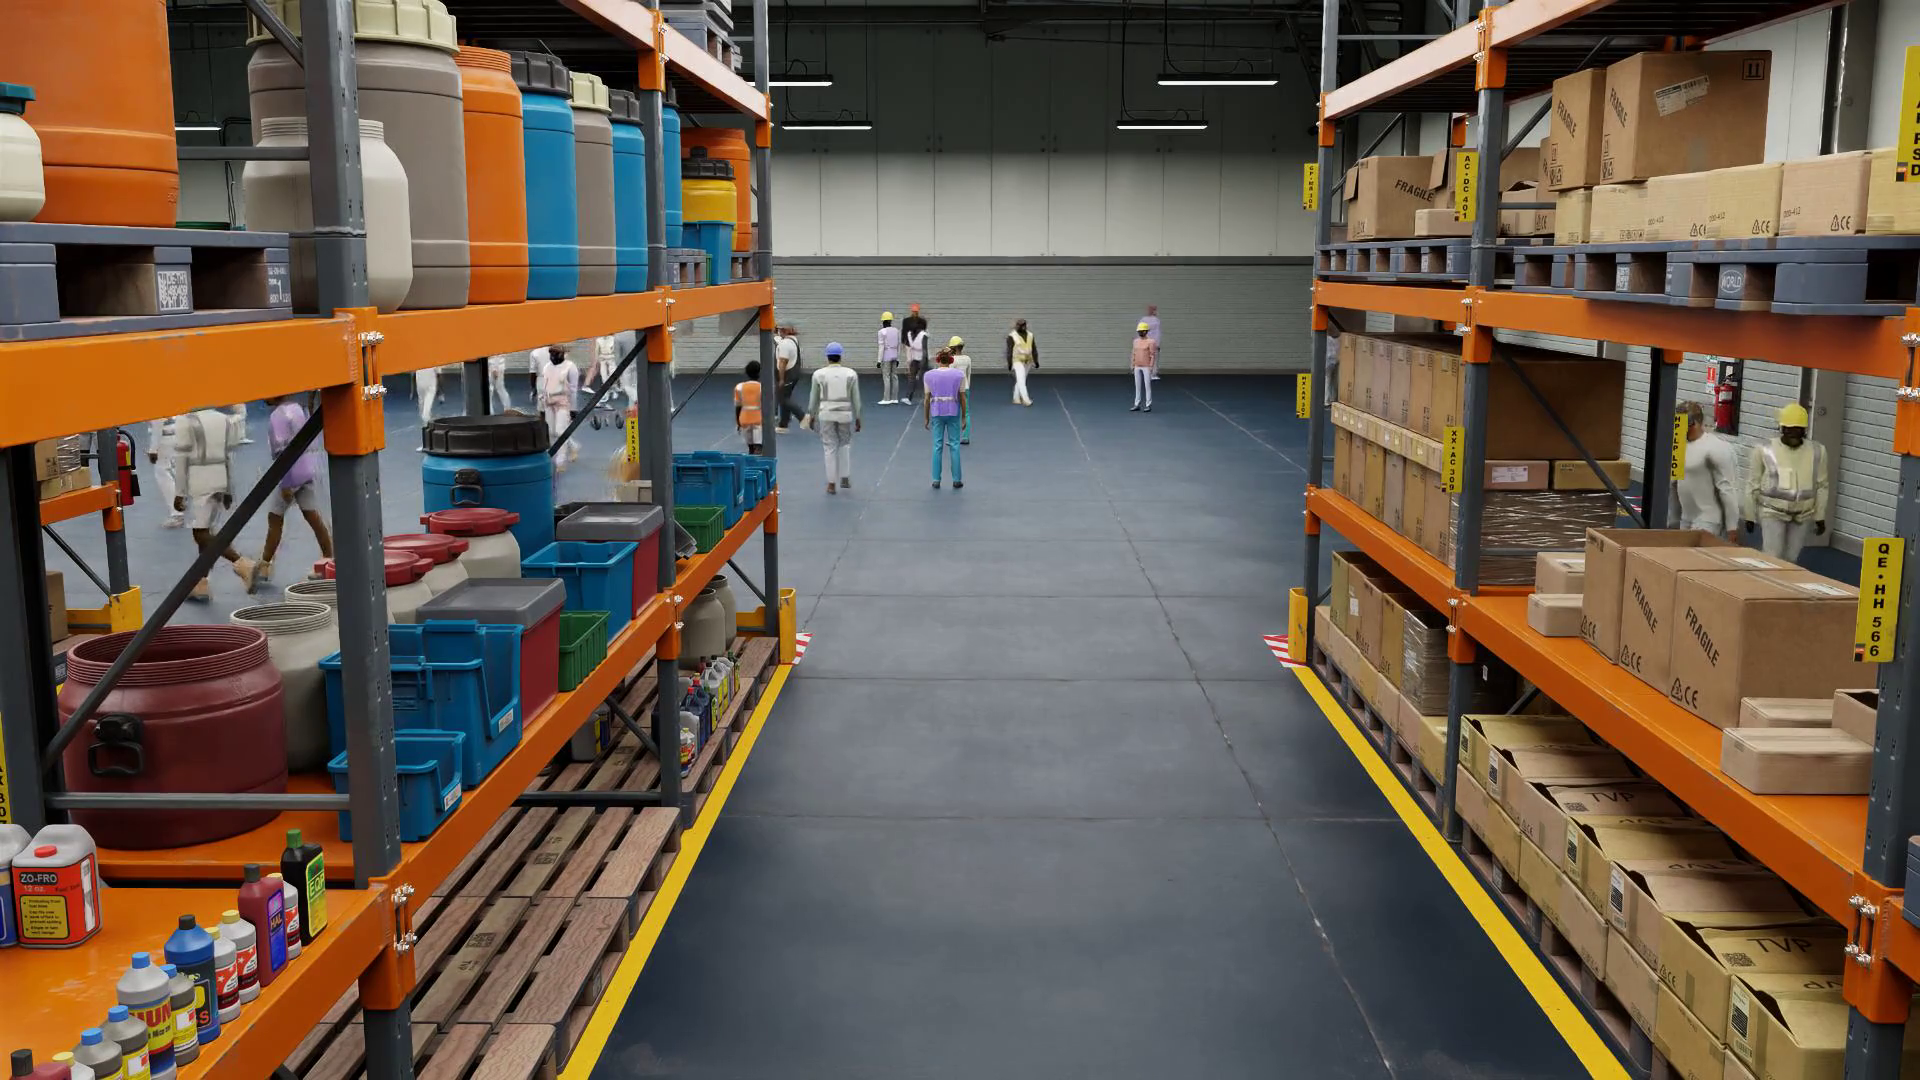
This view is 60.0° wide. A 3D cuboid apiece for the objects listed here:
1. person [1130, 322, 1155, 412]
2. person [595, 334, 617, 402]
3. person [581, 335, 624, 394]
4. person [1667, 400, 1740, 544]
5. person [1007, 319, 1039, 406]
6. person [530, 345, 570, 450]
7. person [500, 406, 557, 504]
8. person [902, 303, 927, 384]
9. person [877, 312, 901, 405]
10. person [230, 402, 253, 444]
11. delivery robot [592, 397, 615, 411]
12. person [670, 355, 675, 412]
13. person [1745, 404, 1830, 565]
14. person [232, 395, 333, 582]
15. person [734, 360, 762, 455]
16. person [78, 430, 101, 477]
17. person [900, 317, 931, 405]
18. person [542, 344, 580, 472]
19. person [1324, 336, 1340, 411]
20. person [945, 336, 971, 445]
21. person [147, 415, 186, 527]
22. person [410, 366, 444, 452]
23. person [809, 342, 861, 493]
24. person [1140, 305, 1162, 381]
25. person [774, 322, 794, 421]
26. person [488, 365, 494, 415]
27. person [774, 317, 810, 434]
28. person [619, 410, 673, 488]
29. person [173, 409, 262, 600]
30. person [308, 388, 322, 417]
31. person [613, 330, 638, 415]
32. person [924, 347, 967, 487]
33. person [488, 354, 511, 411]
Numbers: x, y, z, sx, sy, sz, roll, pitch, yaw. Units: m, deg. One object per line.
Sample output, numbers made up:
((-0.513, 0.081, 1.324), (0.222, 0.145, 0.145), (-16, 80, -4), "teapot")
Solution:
((3.630, -3.444, 33.098), (0.530, 1.768, 0.312), (8, 12, 39), "person")
((-7.514, -3.765, 35.439), (0.541, 1.626, 0.376), (1, 10, 7), "person")
((-8.120, -4.237, 37.594), (0.993, 1.862, 0.661), (-2, 10, -13), "person")
((5.730, -0.130, 12.865), (0.554, 1.893, 0.639), (-1, 9, -4), "person")
((1.289, -3.698, 34.534), (0.619, 1.800, 0.959), (-6, 11, -33), "person")
((-6.381, -2.327, 25.965), (0.634, 1.953, 0.412), (-1, 10, -5), "person")
((-3.269, -0.074, 12.520), (0.645, 1.909, 0.796), (3, 10, 15), "person")
((-1.113, -4.832, 40.813), (0.615, 1.966, 0.844), (1, 9, 3), "person")
((-1.492, -3.788, 34.668), (0.360, 1.930, 0.584), (9, 13, 44), "person")
((-11.781, -2.343, 26.926), (0.547, 1.618, 0.528), (-9, 13, -42), "person")
((-6.392, -2.449, 29.827), (0.335, 0.223, 0.698), (-5, 11, -30), "delivery robot")
((-5.897, -3.328, 32.941), (0.870, 1.586, 0.514), (9, 13, 42), "person")
((6.771, -0.211, 13.610), (0.585, 1.807, 0.455), (1, 10, 5), "person")
((-6.254, -0.589, 15.348), (0.992, 1.980, 0.706), (0, 9, 2), "person")
((-2.738, -1.552, 22.058), (0.538, 1.667, 0.797), (2, 10, 12), "person")
((-11.069, -1.426, 21.214), (0.540, 1.696, 0.315), (0, 9, 0), "person")
((-0.838, -3.733, 34.656), (0.595, 1.833, 1.086), (8, 13, 41), "person")
((-5.669, -1.905, 23.712), (0.631, 1.824, 0.637), (6, 11, 30), "person")
((7.433, -3.482, 33.259), (0.623, 1.790, 0.459), (-5, 11, -28), "person")
((-0.039, -2.416, 26.941), (0.316, 1.767, 0.522), (9, 13, 43), "person")
((-8.958, -1.085, 18.743), (0.348, 1.852, 0.683), (-2, 10, -15), "person")
((-8.396, -2.343, 26.285), (0.526, 1.845, 0.785), (3, 10, 18), "person")
((-1.631, -1.593, 21.536), (0.642, 1.918, 0.643), (-3, 10, -16), "person")
((4.762, -4.939, 41.692), (0.657, 1.884, 0.650), (8, 13, 41), "person")
((-3.355, -3.159, 31.151), (0.509, 1.846, 0.342), (1, 10, 4), "person")
((-7.238, -2.118, 24.882), (0.806, 1.864, 0.587), (-1, 10, -7), "person")
((-2.944, -2.826, 28.700), (0.704, 2.000, 0.691), (2, 10, 10), "person")
((-2.550, -0.145, 12.957), (0.931, 1.903, 0.562), (1, 10, 8), "person")
((-6.505, -0.462, 14.512), (0.811, 2.011, 0.638), (2, 10, 14), "person")
((-11.651, -3.037, 30.143), (0.549, 1.937, 0.358), (4, 10, 23), "person")
((-6.347, -3.357, 32.127), (0.648, 1.916, 0.666), (-9, 13, -43), "person")
((-0.195, -1.613, 21.881), (0.563, 1.847, 0.389), (1, 9, 3), "person")
((-8.831, -3.240, 31.436), (0.663, 1.934, 0.625), (-6, 11, -34), "person")
